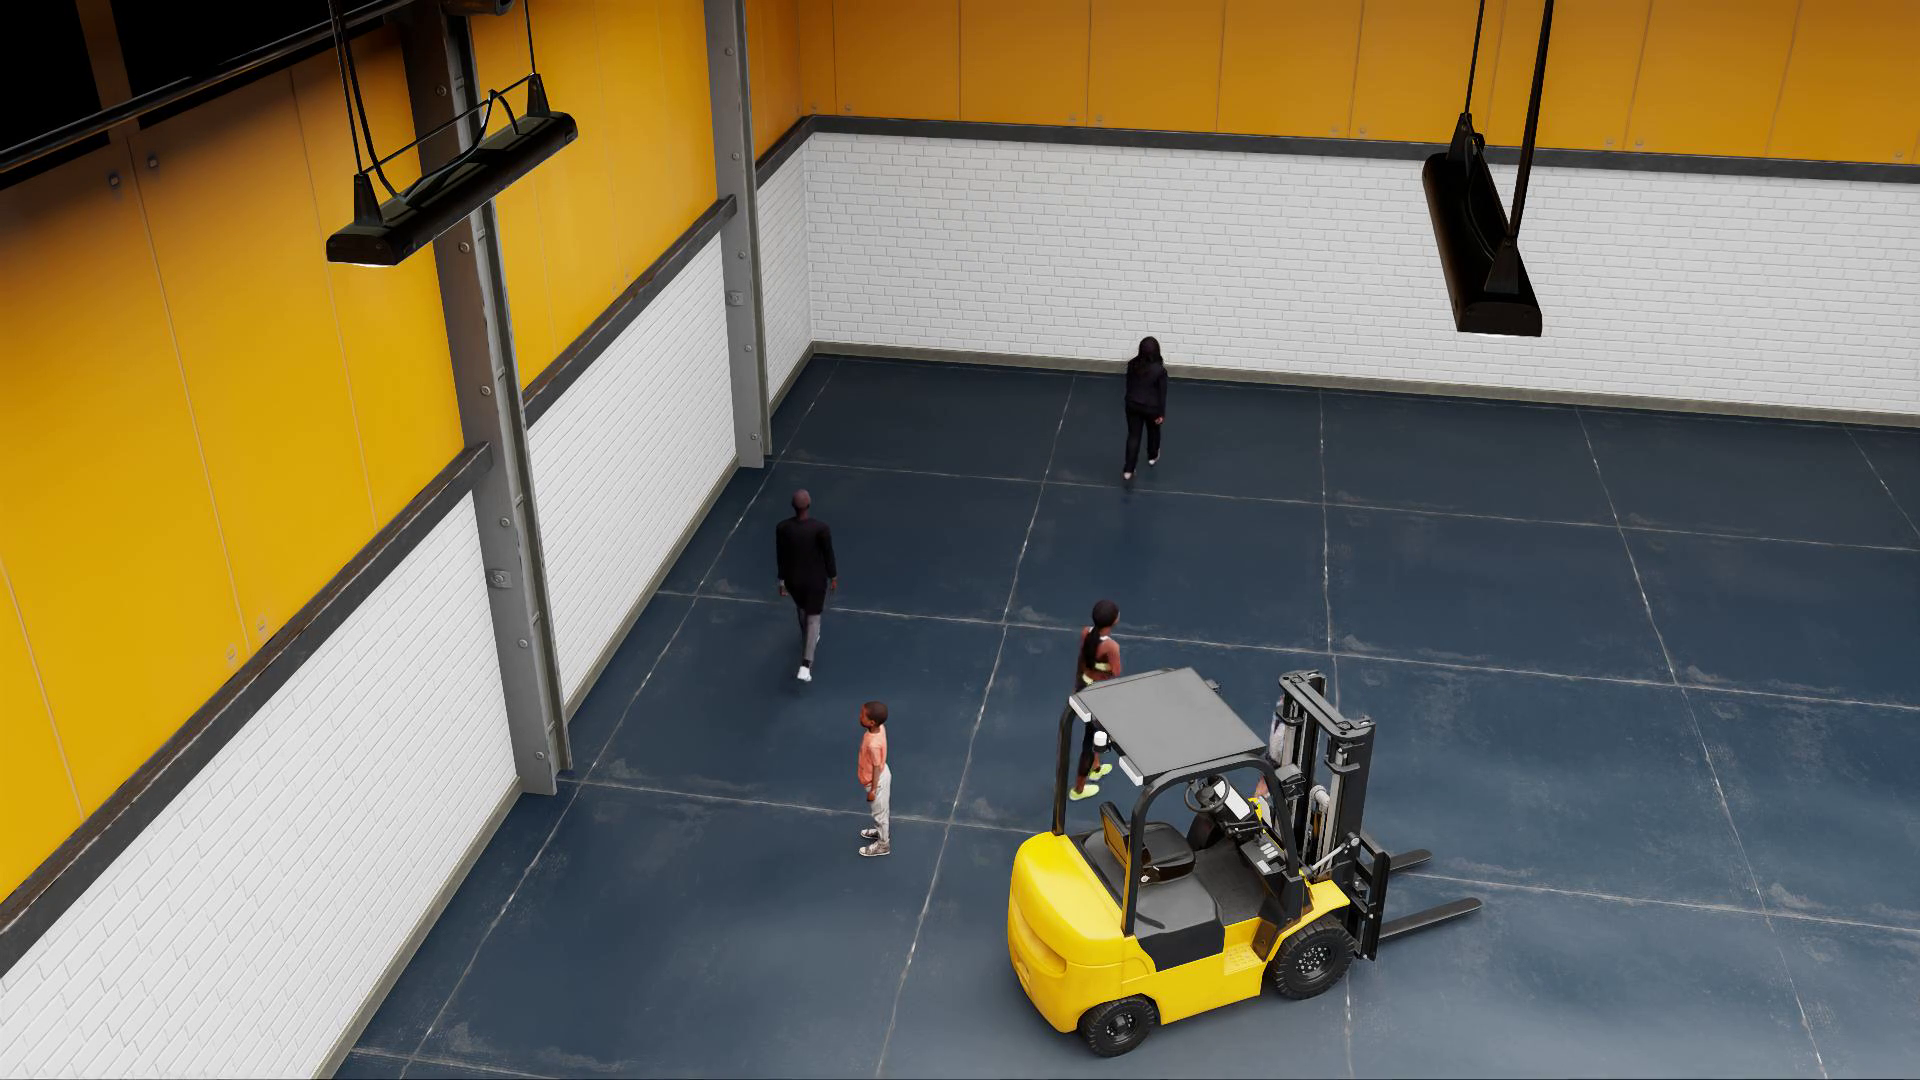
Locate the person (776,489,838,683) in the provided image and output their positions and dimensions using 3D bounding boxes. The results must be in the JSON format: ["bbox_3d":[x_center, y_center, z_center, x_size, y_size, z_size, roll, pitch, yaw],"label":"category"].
[{"bbox_3d":[-1.353,0.412,14.399,0.679,1.726,1.148,4,29,7],"label":"person"}]

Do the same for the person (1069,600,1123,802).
[{"bbox_3d":[0.977,1.268,12.821,0.880,1.733,0.815,-20,34,-32],"label":"person"}]

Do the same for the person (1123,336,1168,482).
[{"bbox_3d":[1.944,-1.375,17.828,0.779,1.578,1.140,10,30,18],"label":"person"}]

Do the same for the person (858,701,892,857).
[{"bbox_3d":[-0.619,1.758,12.366,0.578,1.310,0.435,1,29,2],"label":"person"}]
